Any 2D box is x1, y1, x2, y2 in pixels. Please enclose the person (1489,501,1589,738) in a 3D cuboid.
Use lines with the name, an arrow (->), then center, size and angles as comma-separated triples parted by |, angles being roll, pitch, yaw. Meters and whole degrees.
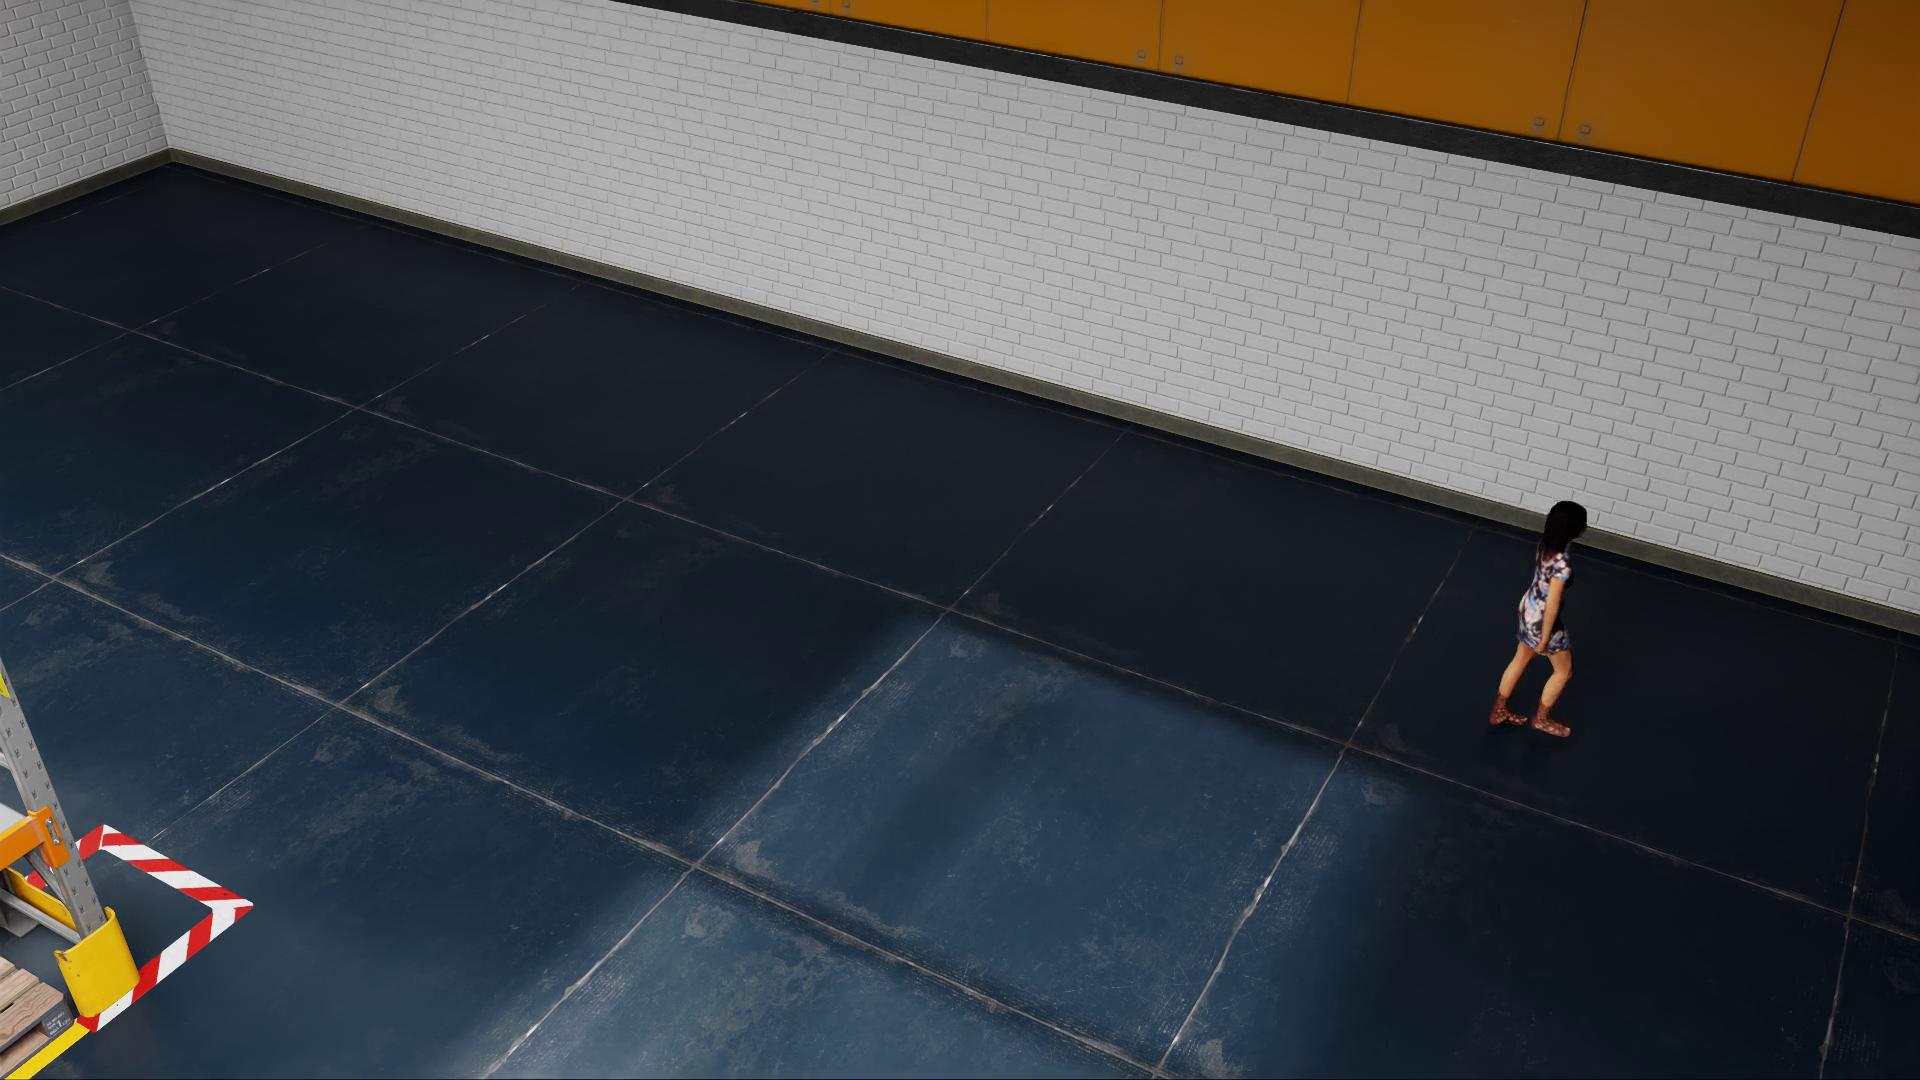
person -> 3.597, 0.503, 10.501 | 0.846, 1.720, 0.800 | -1, 34, -2
